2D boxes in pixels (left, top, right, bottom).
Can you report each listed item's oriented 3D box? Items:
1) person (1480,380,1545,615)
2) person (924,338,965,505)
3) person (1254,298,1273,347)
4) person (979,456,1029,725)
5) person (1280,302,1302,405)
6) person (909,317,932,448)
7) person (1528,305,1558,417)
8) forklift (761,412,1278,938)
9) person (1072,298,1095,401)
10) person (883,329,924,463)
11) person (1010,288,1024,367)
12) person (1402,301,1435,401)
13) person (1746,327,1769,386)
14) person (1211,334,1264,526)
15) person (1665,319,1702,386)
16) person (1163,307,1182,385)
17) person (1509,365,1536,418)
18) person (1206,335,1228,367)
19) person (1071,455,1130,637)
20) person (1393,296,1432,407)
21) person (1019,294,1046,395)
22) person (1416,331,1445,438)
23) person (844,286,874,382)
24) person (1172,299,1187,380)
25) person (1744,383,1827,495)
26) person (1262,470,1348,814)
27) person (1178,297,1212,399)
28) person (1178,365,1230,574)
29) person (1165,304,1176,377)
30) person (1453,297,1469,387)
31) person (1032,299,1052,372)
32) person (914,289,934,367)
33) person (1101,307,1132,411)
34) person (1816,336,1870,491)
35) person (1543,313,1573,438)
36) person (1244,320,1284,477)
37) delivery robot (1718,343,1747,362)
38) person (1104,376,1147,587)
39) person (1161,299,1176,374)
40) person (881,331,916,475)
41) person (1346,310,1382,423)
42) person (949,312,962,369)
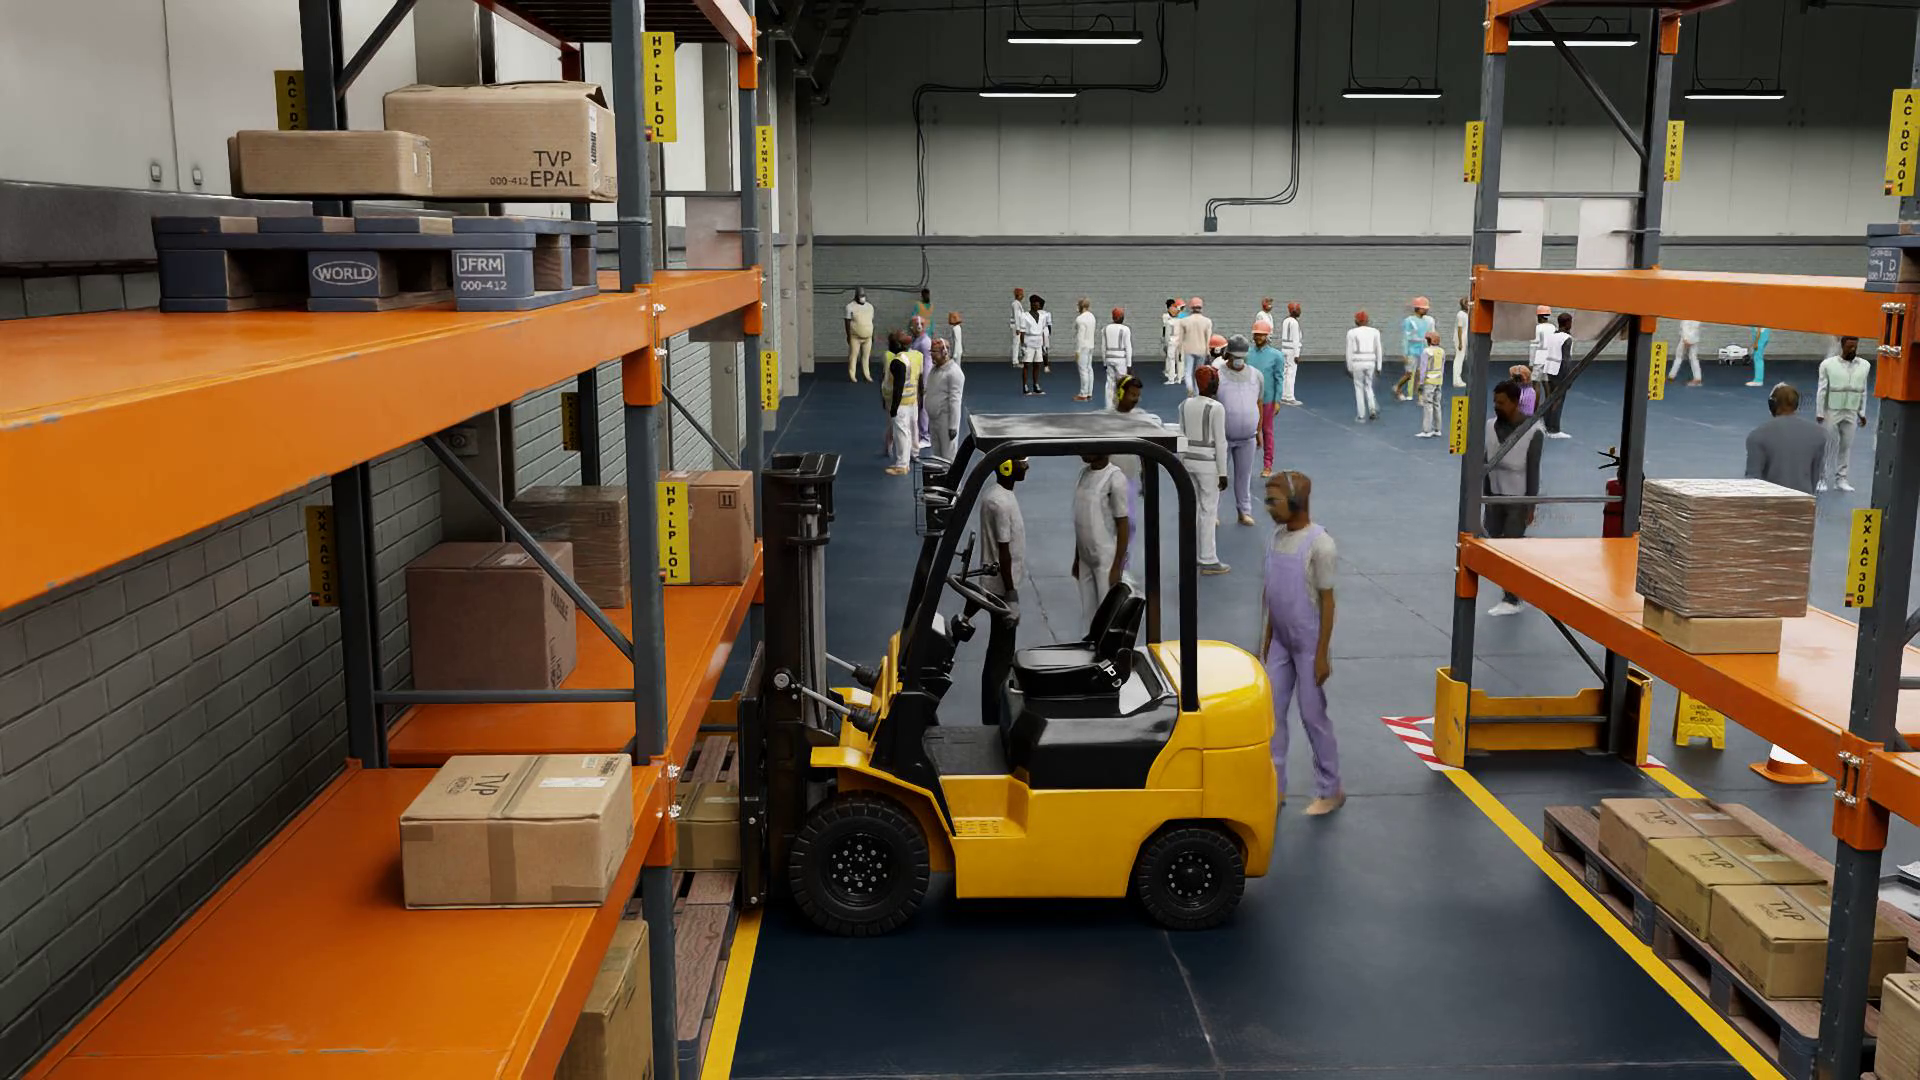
[{"bbox_3d":[4.461,-0.347,13.393,0.496,1.899,0.623,-6,12,-31],"label":"person"},{"bbox_3d":[-0.208,-1.338,18.909,0.396,1.901,0.652,-5,12,-28],"label":"person"},{"bbox_3d":[6.220,-4.039,34.105,0.373,1.843,0.572,5,12,28],"label":"person"},{"bbox_3d":[0.278,0.309,9.812,0.328,1.872,0.510,-1,10,-7],"label":"person"},{"bbox_3d":[6.090,-3.417,30.529,0.341,1.882,0.586,-2,10,-9],"label":"person"},{"bbox_3d":[-0.614,-2.285,24.165,0.407,1.908,0.641,-3,11,-17],"label":"person"},{"bbox_3d":[9.906,-3.047,28.368,0.539,1.930,0.385,-5,11,-27],"label":"person"},{"bbox_3d":[0.291,0.548,7.580,2.313,2.155,1.214,0,10,-2],"label":"forklift"},{"bbox_3d":[2.324,-3.573,31.247,0.359,1.938,0.635,5,11,27],"label":"person"},{"bbox_3d":[-0.775,-1.980,22.714,0.580,1.809,0.783,-2,10,-13],"label":"person"},{"bbox_3d":[1.374,-5.060,39.688,0.355,1.883,0.573,0,10,2],"label":"person"},{"bbox_3d":[8.614,-3.575,31.326,0.590,1.913,0.396,2,10,11],"label":"person"},{"bbox_3d":[16.588,-4.104,34.507,0.349,1.835,0.519,9,13,40],"label":"person"},{"bbox_3d":[2.889,-1.153,17.484,0.679,2.000,0.537,-1,10,-8],"label":"person"},{"bbox_3d":[15.172,-4.167,34.741,0.649,1.876,0.849,-7,13,-36],"label":"person"},{"bbox_3d":[4.471,-4.064,34.824,0.512,1.639,0.311,-9,13,-40],"label":"person"},{"bbox_3d":[6.205,-1.122,18.464,0.311,1.632,0.516,10,14,44],"label":"person"},{"bbox_3d":[3.424,-1.857,22.210,0.336,1.748,0.573,4,11,21],"label":"person"},{"bbox_3d":[0.898,0.139,10.827,0.351,1.846,0.506,-5,11,-28],"label":"person"},{"bbox_3d":[8.244,-3.426,30.246,0.641,2.014,0.807,-5,11,-25],"label":"person"},{"bbox_3d":[1.432,-3.815,32.519,0.605,1.966,0.367,-7,12,-34],"label":"person"},{"bbox_3d":[7.227,-2.383,25.485,0.522,1.632,0.314,-8,13,-38],"label":"person"},{"bbox_3d":[-2.101,-4.390,35.518,0.684,2.000,0.536,-6,12,-30],"label":"person"},{"bbox_3d":[4.756,-4.356,36.130,0.342,1.748,0.572,5,11,25],"label":"person"},{"bbox_3d":[6.390,-0.285,13.055,0.644,1.893,0.982,0,10,1],"label":"person"},{"bbox_3d":[1.771,0.559,8.659,0.511,1.839,0.533,-5,11,-24],"label":"person"},{"bbox_3d":[4.340,-3.488,30.688,0.626,1.973,0.739,1,10,7],"label":"person"},{"bbox_3d":[2.208,-0.636,15.041,0.353,1.883,0.573,-7,12,-33],"label":"person"},{"bbox_3d":[4.715,-4.428,36.893,0.280,1.627,0.499,2,10,14],"label":"person"},{"bbox_3d":[10.363,-4.076,34.312,0.350,1.846,0.506,5,11,26],"label":"person"},{"bbox_3d":[1.840,-4.679,38.093,0.529,1.693,0.321,2,10,11],"label":"person"},{"bbox_3d":[-0.923,-5.107,39.996,0.639,1.880,0.869,-9,13,-40],"label":"person"},{"bbox_3d":[2.664,-2.989,28.152,0.580,1.883,0.352,8,13,39],"label":"person"},{"bbox_3d":[10.571,-1.537,19.969,0.597,1.914,0.372,0,10,-1],"label":"person"},{"bbox_3d":[9.153,-2.517,25.456,0.397,1.911,0.587,-2,10,-8],"label":"person"},{"bbox_3d":[3.813,-1.800,21.207,0.612,1.997,0.375,6,12,31],"label":"person"},{"bbox_3d":[18.597,-4.500,40.008,0.707,0.478,0.477,-6,12,-30],"label":"delivery robot"},{"bbox_3d":[1.410,-0.504,14.449,0.620,1.825,0.811,-2,10,-12],"label":"person"},{"bbox_3d":[4.778,-4.600,37.655,0.530,1.693,0.321,-7,12,-34],"label":"person"},{"bbox_3d":[-0.795,-1.763,21.442,0.429,1.844,0.627,1,10,8],"label":"person"},{"bbox_3d":[6.669,-2.870,27.556,0.578,1.865,0.417,-2,10,-11],"label":"person"},{"bbox_3d":[-0.089,-3.597,32.233,0.268,1.632,0.507,0,10,2],"label":"person"}]
